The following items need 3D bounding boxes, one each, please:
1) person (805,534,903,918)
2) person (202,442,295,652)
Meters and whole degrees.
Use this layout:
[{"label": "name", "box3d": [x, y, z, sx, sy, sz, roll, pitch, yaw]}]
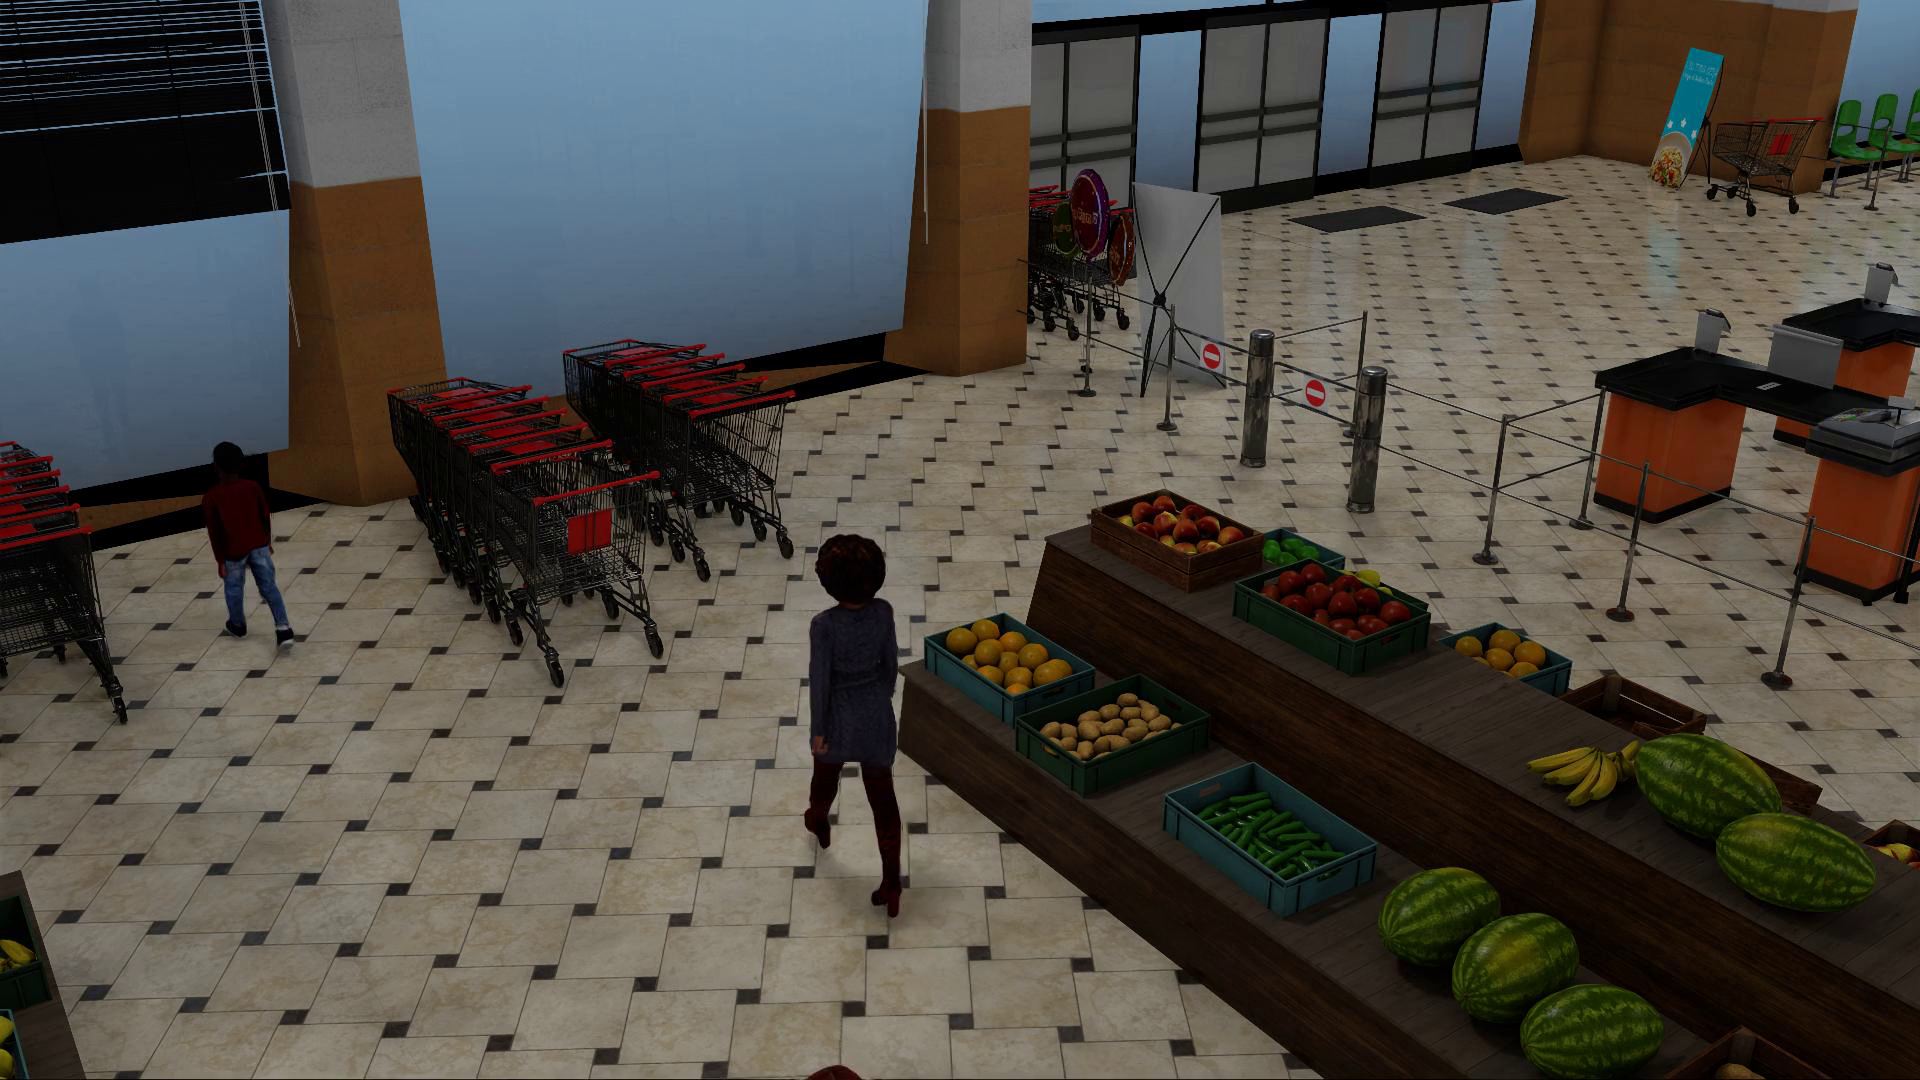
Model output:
[{"label": "person", "box3d": [-0.404, 0.828, 7.119, 0.739, 1.669, 1.128, -10, 26, -23]}, {"label": "person", "box3d": [-4.019, 0.058, 9.404, 0.574, 1.247, 0.888, -20, 30, -38]}]
